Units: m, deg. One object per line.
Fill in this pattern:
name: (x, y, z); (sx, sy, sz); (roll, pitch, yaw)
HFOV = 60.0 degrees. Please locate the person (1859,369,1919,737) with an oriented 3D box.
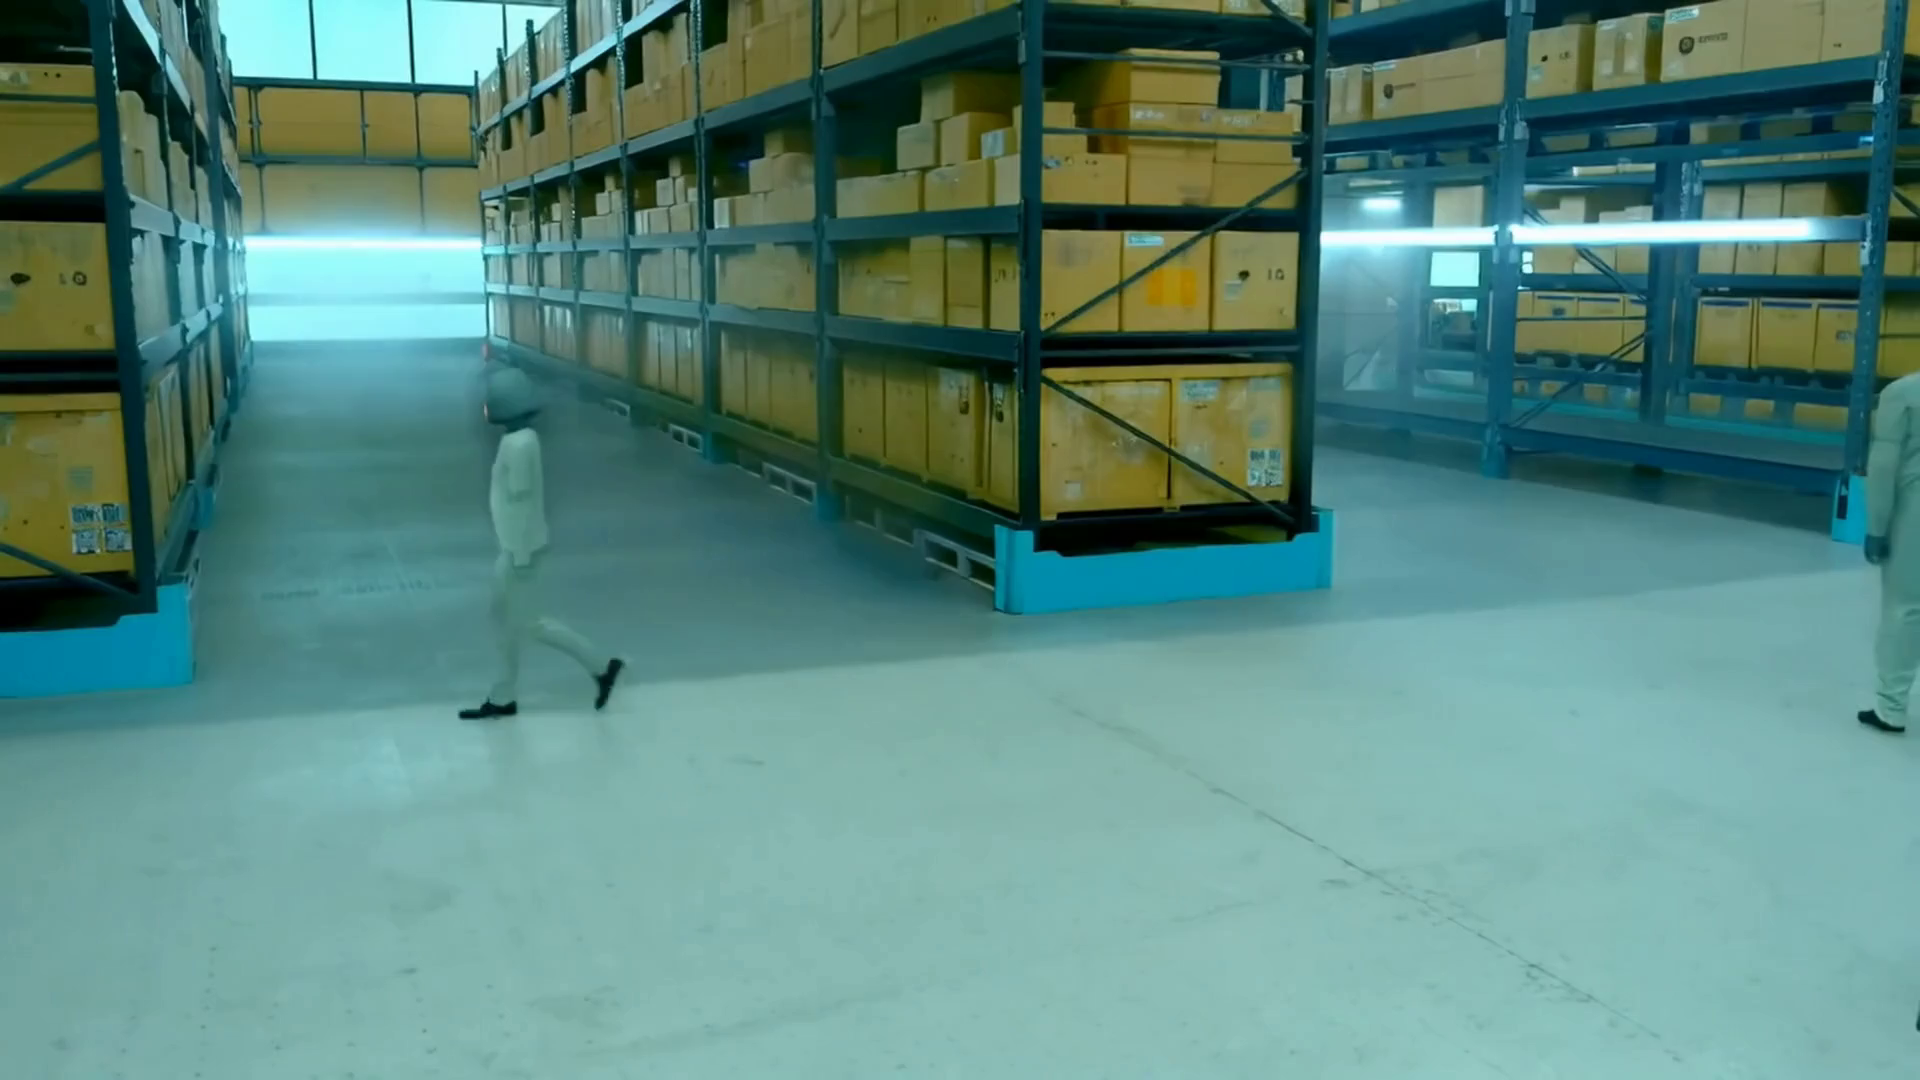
person: (4.278, -0.077, 7.273); (0.645, 1.898, 0.397); (1, 10, 5)

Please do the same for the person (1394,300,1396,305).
person: (10.210, -5.198, 37.737); (0.908, 1.955, 0.630); (8, 13, 41)

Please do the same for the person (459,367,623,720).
person: (-1.913, 0.028, 7.494); (0.673, 1.614, 0.503); (-2, 10, -14)

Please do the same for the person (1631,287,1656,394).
person: (10.856, -3.178, 26.225); (0.523, 1.769, 0.322); (-2, 10, -14)
